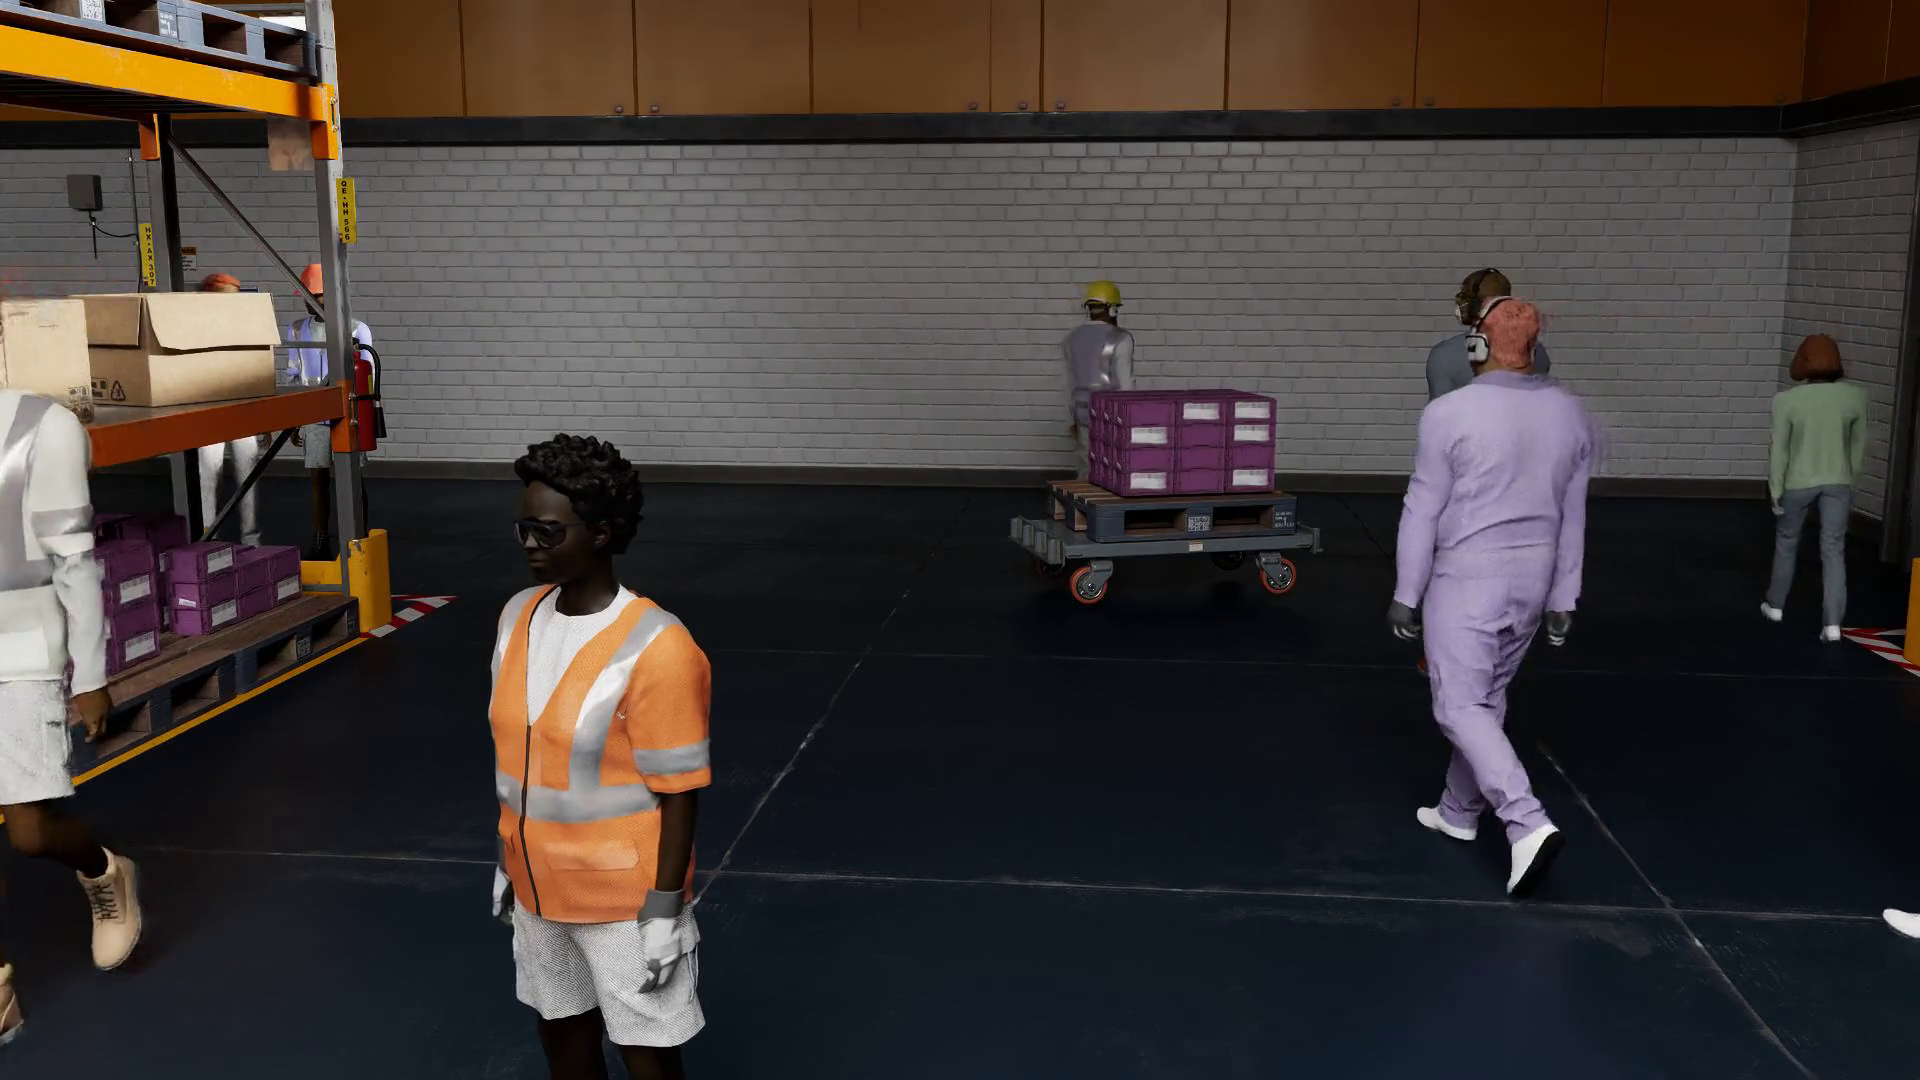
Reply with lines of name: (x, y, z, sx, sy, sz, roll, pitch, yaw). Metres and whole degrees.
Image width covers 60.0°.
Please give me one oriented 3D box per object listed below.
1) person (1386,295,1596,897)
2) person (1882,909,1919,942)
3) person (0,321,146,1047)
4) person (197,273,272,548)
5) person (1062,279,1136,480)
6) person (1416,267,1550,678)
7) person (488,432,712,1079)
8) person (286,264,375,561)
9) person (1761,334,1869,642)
person: (1.739, 0.160, 5.351, 0.637, 1.883, 0.842, -4, 11, -23)
person: (2.947, 0.324, 4.400, 0.597, 1.894, 0.884, -6, 12, -32)
person: (-2.431, 0.289, 4.205, 0.622, 2.022, 0.635, 1, 10, 4)
person: (-4.609, -0.719, 10.399, 0.363, 1.874, 0.606, 8, 13, 40)
person: (0.982, -0.841, 11.241, 0.627, 1.818, 0.501, 10, 14, 44)
person: (2.415, -0.290, 7.764, 0.631, 1.940, 0.372, -4, 11, -20)
person: (-0.683, 0.647, 3.095, 0.533, 1.697, 0.318, 7, 12, 35)
person: (-3.999, -0.778, 10.570, 0.551, 1.932, 0.367, 0, 10, 0)
person: (4.492, -0.280, 8.733, 0.503, 1.586, 0.865, 2, 10, 13)
